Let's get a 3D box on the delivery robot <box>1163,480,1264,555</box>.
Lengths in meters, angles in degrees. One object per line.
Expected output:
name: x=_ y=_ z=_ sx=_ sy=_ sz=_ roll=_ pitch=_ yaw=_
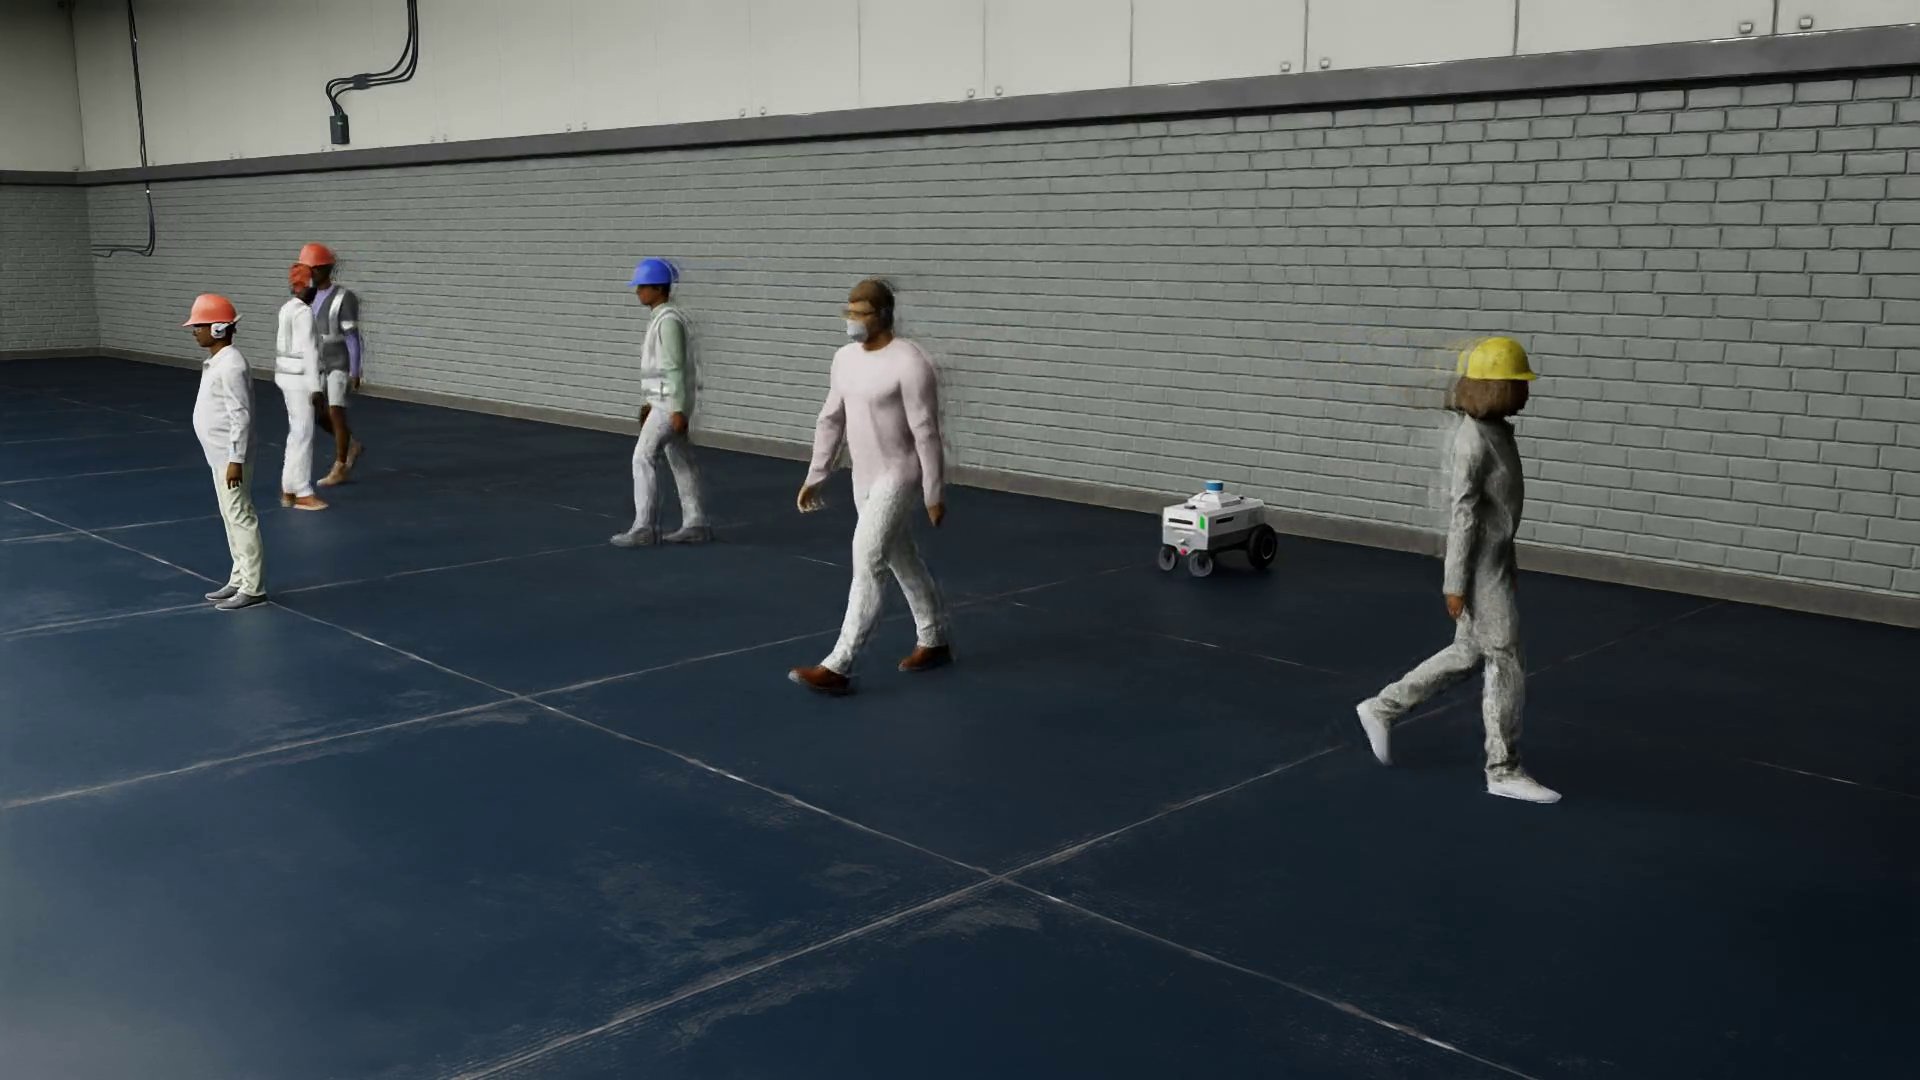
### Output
delivery robot: x=1.577 y=-0.128 z=10.342 sx=0.477 sy=0.478 sz=0.707 roll=10 pitch=14 yaw=43

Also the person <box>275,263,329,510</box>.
person: x=-5.013 y=-1.158 z=12.655 sx=0.387 sy=1.871 sz=0.729 roll=-7 pitch=12 yaw=-32

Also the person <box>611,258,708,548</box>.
person: x=-2.062 y=-0.897 z=11.068 sx=0.799 sy=1.916 sz=0.652 roll=-3 pitch=11 yaw=-13

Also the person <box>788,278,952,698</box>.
person: x=-0.378 y=-0.247 z=7.648 sx=1.014 sy=1.887 sz=0.641 roll=-8 pitch=13 yaw=-36

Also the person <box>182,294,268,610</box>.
person: x=-4.106 y=-0.490 z=9.296 sx=0.332 sy=1.749 sz=0.573 roll=-6 pitch=12 yaw=-31

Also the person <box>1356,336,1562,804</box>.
person: x=1.887 y=0.094 z=6.204 sx=0.731 sy=1.712 sz=0.486 roll=5 pitch=12 yaw=26

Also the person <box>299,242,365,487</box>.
person: x=-5.210 y=-1.456 z=13.851 sx=0.609 sy=2.024 sz=0.577 roll=4 pitch=11 yaw=22
